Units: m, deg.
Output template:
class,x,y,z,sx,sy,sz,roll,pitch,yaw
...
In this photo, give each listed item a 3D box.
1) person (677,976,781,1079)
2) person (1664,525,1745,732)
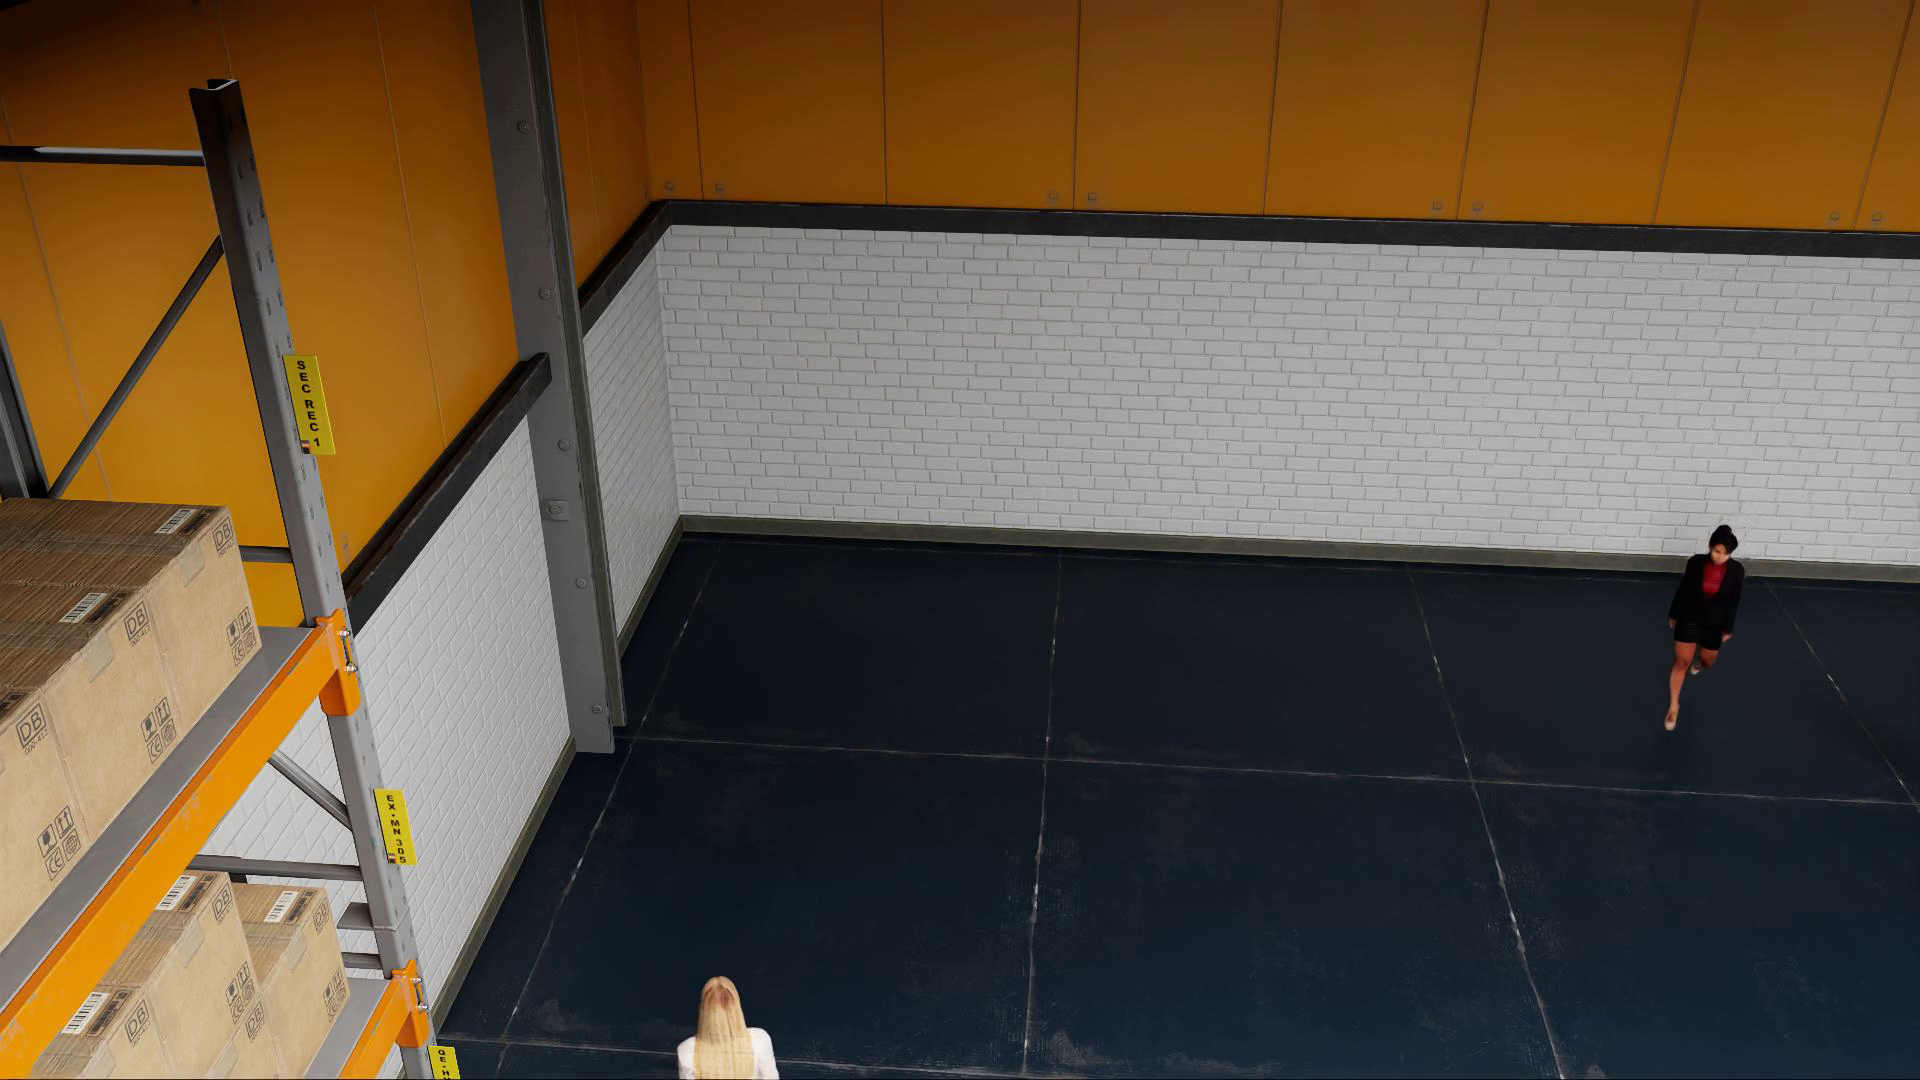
class,x,y,z,sx,sy,sz,roll,pitch,yaw
person,-1.060,2.779,7.766,0.687,1.857,0.641,-7,29,-13
person,5.354,0.597,12.024,0.802,1.611,1.031,13,31,23
